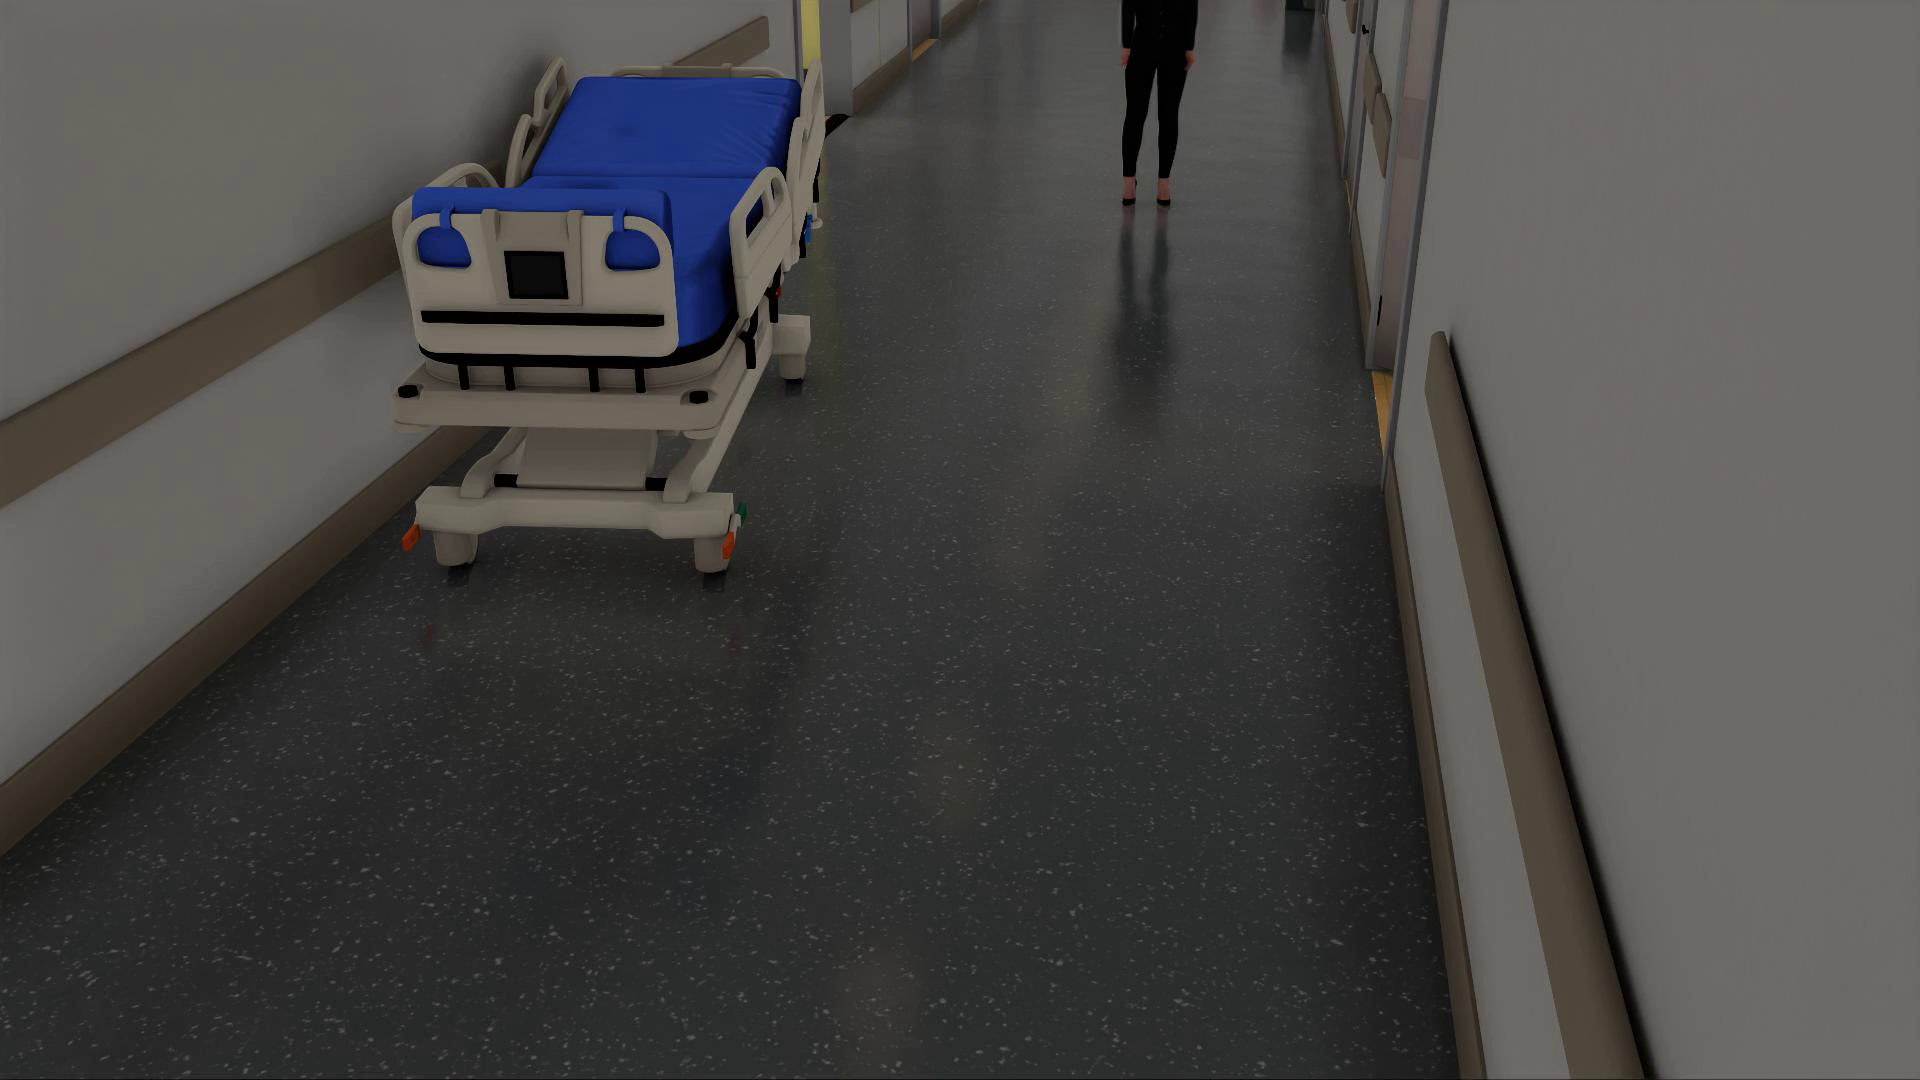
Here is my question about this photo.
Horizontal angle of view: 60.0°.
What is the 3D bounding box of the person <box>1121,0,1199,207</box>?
[{"bbox_3d":[1.117,-2.751,9.437,0.430,1.710,0.645,2,26,5],"label":"person"}]
